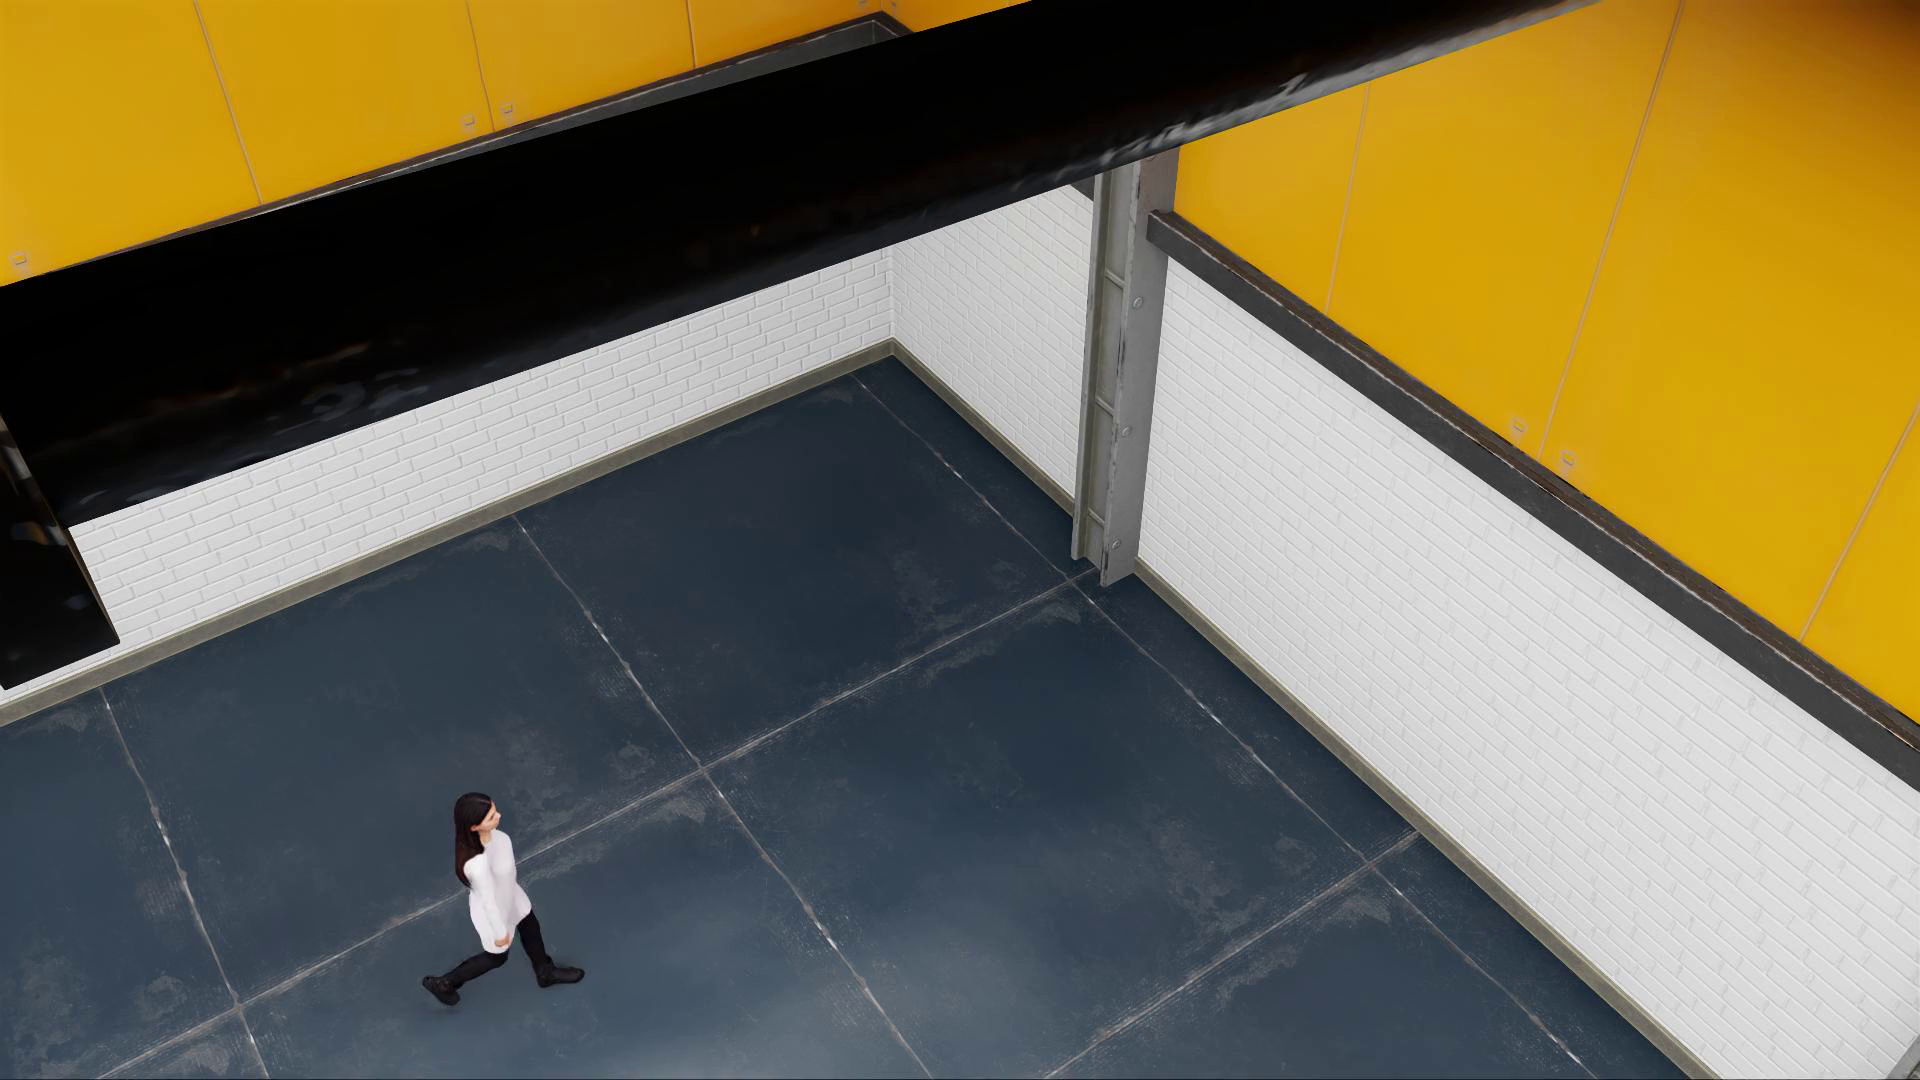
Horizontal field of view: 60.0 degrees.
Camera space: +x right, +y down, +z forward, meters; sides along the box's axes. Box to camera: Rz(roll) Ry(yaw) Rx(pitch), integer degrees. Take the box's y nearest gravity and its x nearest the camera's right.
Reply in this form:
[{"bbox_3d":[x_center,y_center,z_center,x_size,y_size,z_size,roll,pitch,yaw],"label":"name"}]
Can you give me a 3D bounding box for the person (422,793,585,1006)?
[{"bbox_3d":[-2.587,1.965,8.940,0.984,1.783,1.110,-6,44,-6],"label":"person"}]
